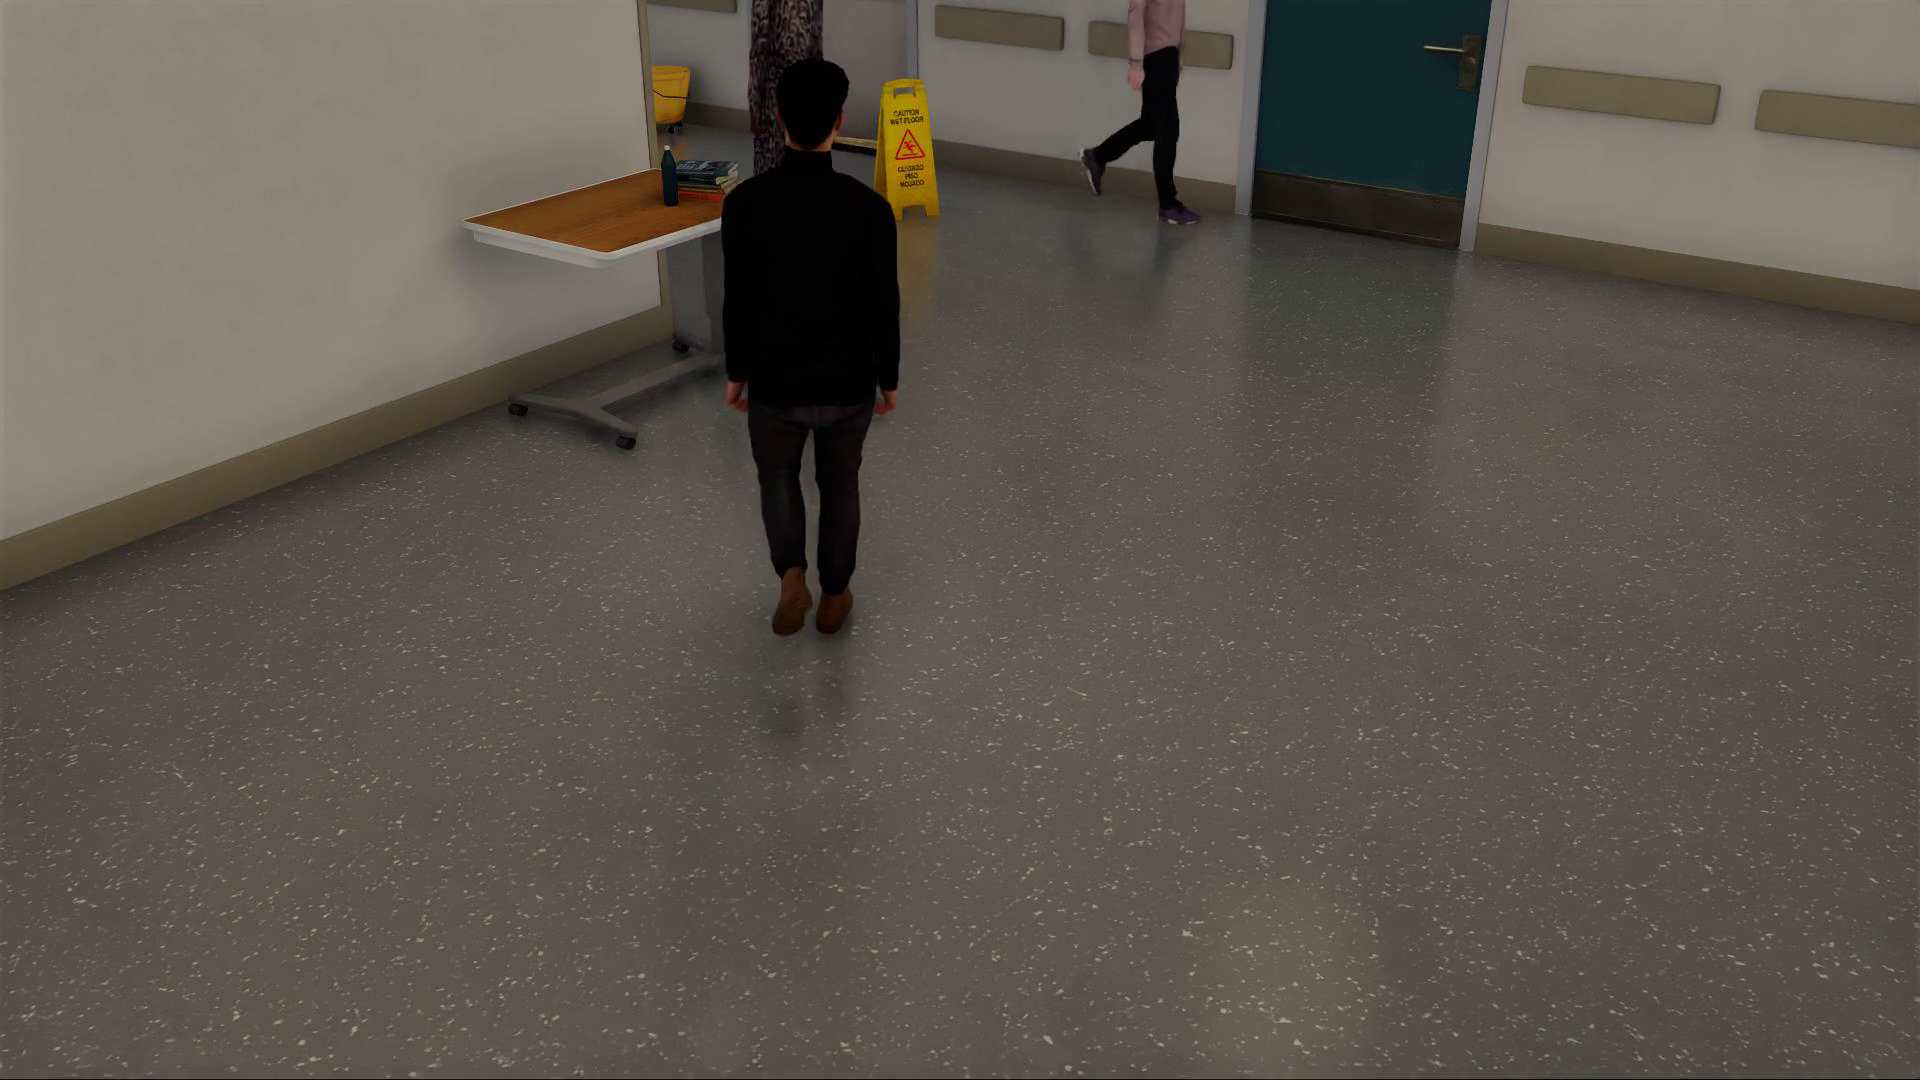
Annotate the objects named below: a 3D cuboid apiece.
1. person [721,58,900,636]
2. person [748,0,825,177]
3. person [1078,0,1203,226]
[{"bbox_3d":[-0.431,-0.467,4.722,0.863,1.709,0.918,-1,26,-2],"label":"person"},{"bbox_3d":[-0.775,-2.067,8.054,0.736,1.697,0.827,-22,33,-37],"label":"person"},{"bbox_3d":[1.027,-2.648,9.157,1.027,1.787,0.613,17,31,32],"label":"person"}]
